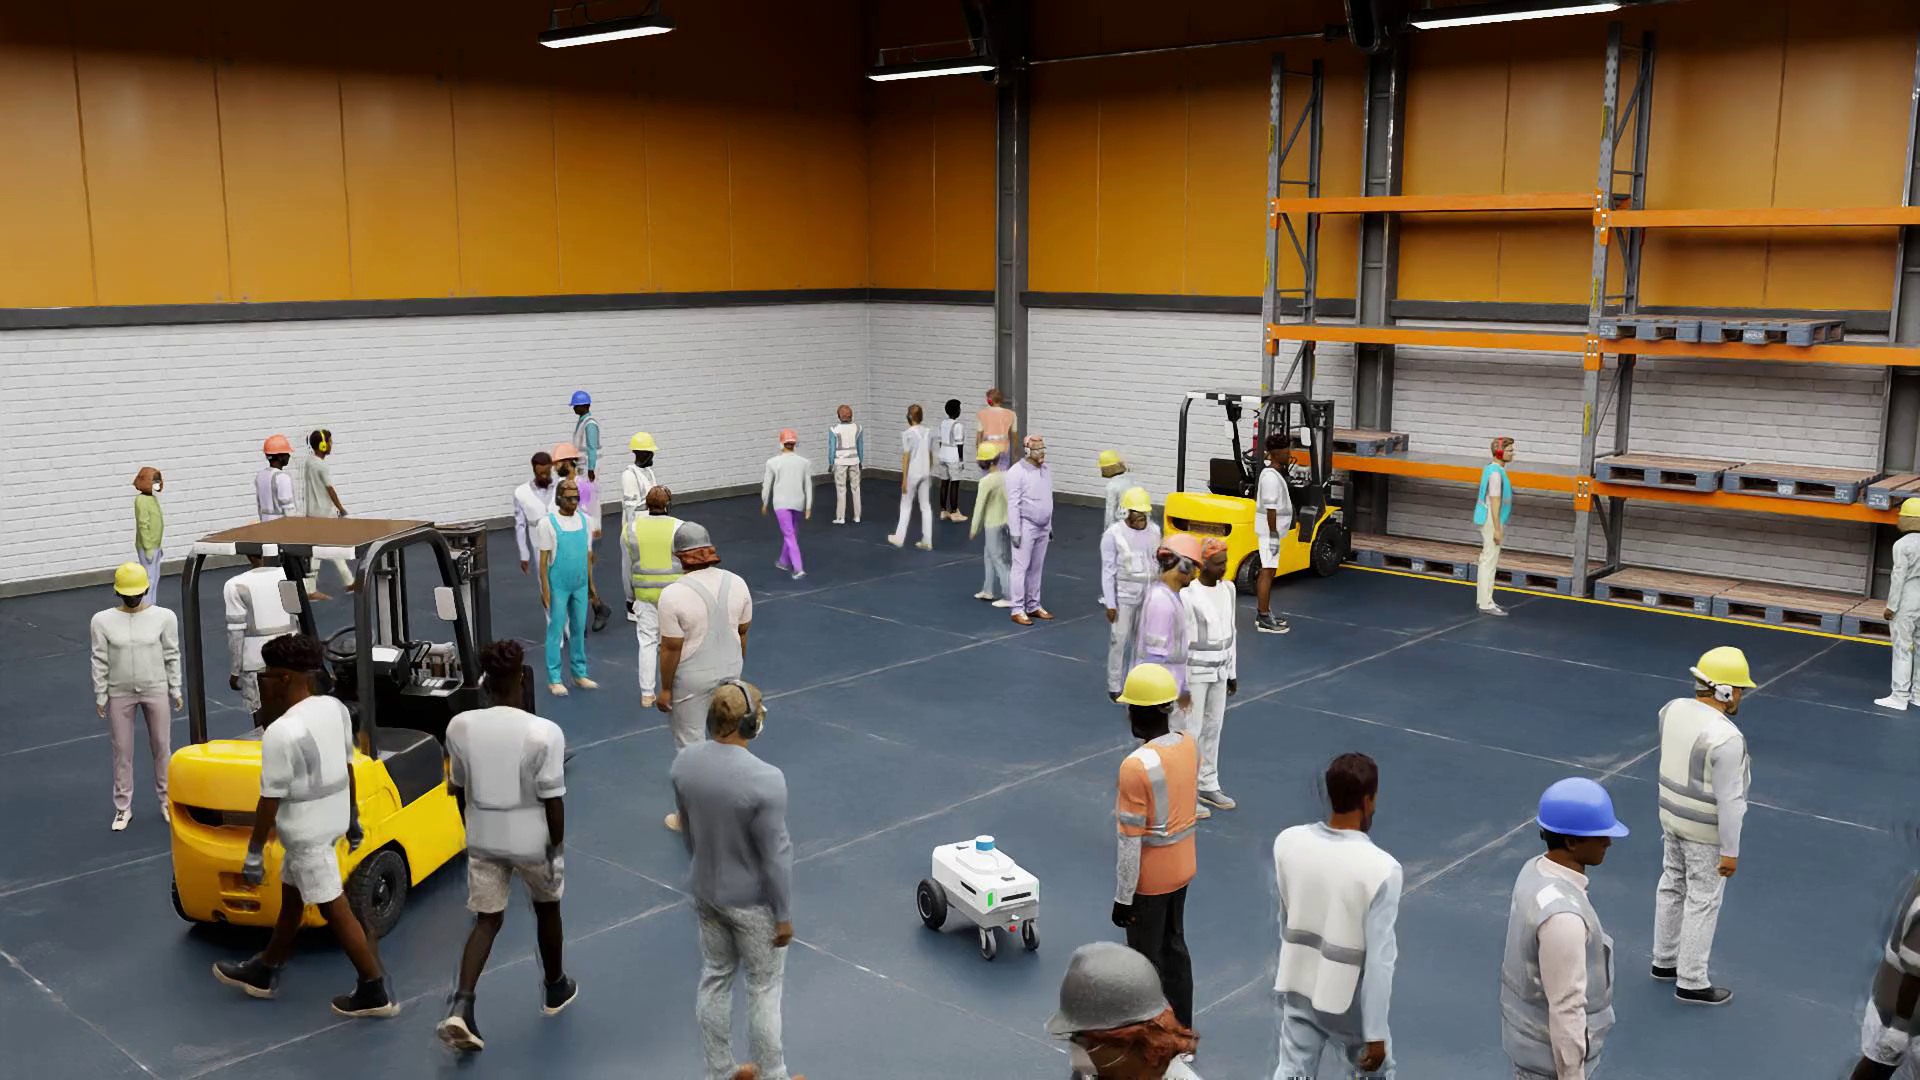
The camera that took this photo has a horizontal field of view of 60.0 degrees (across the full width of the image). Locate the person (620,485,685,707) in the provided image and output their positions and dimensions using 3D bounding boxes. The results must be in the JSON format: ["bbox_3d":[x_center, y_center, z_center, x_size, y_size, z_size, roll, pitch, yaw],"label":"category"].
[{"bbox_3d":[-2.450,0.463,13.683,0.632,1.841,0.429,0,10,1],"label":"person"}]

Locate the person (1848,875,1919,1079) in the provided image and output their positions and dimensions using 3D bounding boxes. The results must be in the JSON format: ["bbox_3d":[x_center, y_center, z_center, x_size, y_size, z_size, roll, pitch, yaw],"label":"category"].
[{"bbox_3d":[3.806,1.829,6.398,0.884,1.645,0.544,5,11,26],"label":"person"}]

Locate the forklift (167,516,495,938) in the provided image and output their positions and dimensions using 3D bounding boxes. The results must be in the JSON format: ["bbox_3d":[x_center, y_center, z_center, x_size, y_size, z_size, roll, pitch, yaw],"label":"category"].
[{"bbox_3d":[-3.583,0.976,9.748,1.214,2.155,2.313,2,10,11],"label":"forklift"}]

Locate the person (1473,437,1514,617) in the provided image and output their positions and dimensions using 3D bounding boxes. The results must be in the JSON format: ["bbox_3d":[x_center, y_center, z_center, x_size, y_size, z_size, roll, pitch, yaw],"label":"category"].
[{"bbox_3d":[5.492,-0.149,17.144,0.392,1.847,0.563,3,10,15],"label":"person"}]

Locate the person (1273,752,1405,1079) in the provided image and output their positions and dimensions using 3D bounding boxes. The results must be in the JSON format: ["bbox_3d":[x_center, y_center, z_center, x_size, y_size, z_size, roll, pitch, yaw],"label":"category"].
[{"bbox_3d":[1.480,1.726,6.436,1.042,1.858,0.601,-8,13,-39],"label":"person"}]

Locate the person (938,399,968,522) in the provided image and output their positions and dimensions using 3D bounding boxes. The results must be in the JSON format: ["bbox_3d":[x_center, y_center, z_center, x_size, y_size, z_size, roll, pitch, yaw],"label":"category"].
[{"bbox_3d":[-0.114,-1.102,22.992,0.322,1.696,0.536,-7,12,-33],"label":"person"}]

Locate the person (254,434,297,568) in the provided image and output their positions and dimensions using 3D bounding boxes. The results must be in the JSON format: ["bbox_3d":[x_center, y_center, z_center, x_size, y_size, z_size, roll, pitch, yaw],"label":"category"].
[{"bbox_3d":[-6.715,-0.078,16.475,0.543,1.940,0.361,8,12,37],"label":"person"}]

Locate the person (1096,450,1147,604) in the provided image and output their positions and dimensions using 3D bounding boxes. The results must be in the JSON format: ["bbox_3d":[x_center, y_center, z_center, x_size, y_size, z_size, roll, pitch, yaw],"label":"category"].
[{"bbox_3d":[1.679,-0.093,17.278,0.787,1.675,0.512,6,12,32],"label":"person"}]

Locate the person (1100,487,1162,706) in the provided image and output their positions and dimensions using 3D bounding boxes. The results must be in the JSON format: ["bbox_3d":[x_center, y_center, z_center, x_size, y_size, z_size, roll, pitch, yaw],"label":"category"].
[{"bbox_3d":[1.434,0.459,13.754,0.595,1.827,0.403,-6,12,-32],"label":"person"}]

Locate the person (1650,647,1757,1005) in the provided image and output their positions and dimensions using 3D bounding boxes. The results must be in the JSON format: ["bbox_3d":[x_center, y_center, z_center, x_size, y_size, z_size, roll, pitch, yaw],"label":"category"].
[{"bbox_3d":[3.710,1.420,8.307,0.403,1.817,0.601,-2,10,-9],"label":"person"}]

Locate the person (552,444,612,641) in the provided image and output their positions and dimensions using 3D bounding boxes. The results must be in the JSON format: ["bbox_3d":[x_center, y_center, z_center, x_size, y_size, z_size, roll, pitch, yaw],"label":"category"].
[{"bbox_3d":[-3.678,0.024,16.036,0.552,1.897,0.606,-7,12,-34],"label":"person"}]

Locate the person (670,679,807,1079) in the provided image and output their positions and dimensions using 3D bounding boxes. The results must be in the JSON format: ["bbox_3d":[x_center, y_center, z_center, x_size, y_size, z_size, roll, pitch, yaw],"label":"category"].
[{"bbox_3d":[-0.960,1.545,7.254,0.637,1.939,0.408,7,12,35],"label":"person"}]

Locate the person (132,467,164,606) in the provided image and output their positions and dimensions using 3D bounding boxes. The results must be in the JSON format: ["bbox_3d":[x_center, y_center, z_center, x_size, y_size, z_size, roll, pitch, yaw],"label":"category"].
[{"bbox_3d":[-7.963,0.090,16.392,0.284,1.633,0.498,-2,10,-13],"label":"person"}]

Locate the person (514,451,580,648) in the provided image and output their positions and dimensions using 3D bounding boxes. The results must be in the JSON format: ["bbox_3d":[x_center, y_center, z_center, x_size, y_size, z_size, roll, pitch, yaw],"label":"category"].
[{"bbox_3d":[-3.857,0.085,15.674,0.627,1.889,0.451,-3,10,-15],"label":"person"}]

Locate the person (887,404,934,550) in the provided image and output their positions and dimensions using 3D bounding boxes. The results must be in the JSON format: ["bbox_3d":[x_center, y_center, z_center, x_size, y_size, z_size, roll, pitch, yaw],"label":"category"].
[{"bbox_3d":[-0.586,-0.789,20.877,0.545,1.835,0.622,-8,13,-38],"label":"person"}]

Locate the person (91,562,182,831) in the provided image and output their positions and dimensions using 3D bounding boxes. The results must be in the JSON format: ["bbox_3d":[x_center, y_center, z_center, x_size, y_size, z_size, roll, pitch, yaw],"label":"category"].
[{"bbox_3d":[-5.343,1.006,10.822,0.523,1.761,0.330,-5,11,-25],"label":"person"}]

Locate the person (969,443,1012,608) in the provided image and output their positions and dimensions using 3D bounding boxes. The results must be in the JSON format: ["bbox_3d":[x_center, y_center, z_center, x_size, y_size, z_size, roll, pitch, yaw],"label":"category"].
[{"bbox_3d":[0.287,-0.159,17.479,0.716,1.736,0.545,6,12,32],"label":"person"}]

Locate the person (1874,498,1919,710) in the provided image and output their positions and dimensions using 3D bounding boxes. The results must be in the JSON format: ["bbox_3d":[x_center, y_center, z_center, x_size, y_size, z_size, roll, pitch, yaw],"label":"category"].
[{"bbox_3d":[7.783,0.518,13.649,0.492,1.740,0.325,-4,11,-21],"label":"person"}]

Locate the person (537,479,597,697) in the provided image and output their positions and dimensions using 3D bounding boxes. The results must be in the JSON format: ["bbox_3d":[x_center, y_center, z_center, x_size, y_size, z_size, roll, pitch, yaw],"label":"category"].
[{"bbox_3d":[-3.319,0.390,14.083,0.328,1.842,0.516,9,14,42],"label":"person"}]

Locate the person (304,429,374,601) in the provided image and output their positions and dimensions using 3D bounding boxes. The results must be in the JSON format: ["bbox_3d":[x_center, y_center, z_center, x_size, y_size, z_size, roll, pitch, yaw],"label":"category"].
[{"bbox_3d":[-6.721,-0.268,17.869,0.828,1.837,0.521,-7,12,-34],"label":"person"}]

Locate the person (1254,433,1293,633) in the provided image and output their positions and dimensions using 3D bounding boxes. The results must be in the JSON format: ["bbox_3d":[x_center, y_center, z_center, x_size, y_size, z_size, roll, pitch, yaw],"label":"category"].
[{"bbox_3d":[3.088,-0.079,16.403,0.368,1.967,0.600,2,10,9],"label":"person"}]

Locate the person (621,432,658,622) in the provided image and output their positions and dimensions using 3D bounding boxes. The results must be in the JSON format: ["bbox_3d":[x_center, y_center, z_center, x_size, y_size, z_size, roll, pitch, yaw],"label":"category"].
[{"bbox_3d":[-3.212,-0.135,16.837,0.388,1.927,0.589,2,10,10],"label":"person"}]

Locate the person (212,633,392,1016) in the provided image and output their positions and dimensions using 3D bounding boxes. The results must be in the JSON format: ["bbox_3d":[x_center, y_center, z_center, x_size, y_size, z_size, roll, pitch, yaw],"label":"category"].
[{"bbox_3d":[-3.262,1.398,8.131,0.988,1.909,0.630,1,10,6],"label":"person"}]

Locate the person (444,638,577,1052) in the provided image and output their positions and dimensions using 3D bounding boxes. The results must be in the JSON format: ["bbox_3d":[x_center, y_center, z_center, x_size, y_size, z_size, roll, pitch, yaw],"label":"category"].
[{"bbox_3d":[-2.166,1.439,7.905,0.602,1.928,0.866,1,10,8],"label":"person"}]

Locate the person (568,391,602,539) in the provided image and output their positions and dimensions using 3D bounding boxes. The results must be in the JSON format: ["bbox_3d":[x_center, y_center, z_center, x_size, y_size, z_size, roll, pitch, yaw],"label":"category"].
[{"bbox_3d":[-4.848,-0.973,21.589,0.414,1.939,0.608,-4,11,-23],"label":"person"}]

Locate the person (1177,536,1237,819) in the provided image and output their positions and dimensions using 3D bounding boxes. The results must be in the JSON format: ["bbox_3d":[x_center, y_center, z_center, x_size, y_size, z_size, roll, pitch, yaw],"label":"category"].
[{"bbox_3d":[1.637,0.903,11.077,0.568,1.879,0.352,-8,13,-40],"label":"person"}]

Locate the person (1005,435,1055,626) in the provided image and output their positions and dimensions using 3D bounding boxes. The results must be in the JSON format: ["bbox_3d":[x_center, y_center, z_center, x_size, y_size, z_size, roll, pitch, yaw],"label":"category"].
[{"bbox_3d":[0.738,-0.110,16.755,0.405,1.909,0.636,8,13,39],"label":"person"}]

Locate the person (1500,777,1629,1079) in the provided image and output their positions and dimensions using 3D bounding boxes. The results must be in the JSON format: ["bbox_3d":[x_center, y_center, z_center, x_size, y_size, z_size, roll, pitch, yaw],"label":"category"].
[{"bbox_3d":[2.105,1.794,5.884,0.385,1.917,0.605,2,10,9],"label":"person"}]

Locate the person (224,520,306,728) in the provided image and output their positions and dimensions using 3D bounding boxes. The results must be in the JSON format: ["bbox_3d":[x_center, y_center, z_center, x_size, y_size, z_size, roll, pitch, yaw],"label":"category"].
[{"bbox_3d":[-4.737,0.821,11.393,0.542,1.928,0.374,-8,13,-39],"label":"person"}]

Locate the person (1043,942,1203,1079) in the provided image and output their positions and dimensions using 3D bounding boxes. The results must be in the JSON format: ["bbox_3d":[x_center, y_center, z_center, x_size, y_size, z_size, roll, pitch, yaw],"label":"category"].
[{"bbox_3d":[0.440,2.004,4.337,0.535,2.000,0.759,-4,11,-24],"label":"person"}]

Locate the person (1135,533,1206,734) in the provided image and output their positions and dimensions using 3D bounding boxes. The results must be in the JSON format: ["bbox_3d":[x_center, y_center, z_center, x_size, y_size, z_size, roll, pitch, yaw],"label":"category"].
[{"bbox_3d":[1.290,0.953,10.455,0.488,1.988,0.654,1,10,7],"label":"person"}]

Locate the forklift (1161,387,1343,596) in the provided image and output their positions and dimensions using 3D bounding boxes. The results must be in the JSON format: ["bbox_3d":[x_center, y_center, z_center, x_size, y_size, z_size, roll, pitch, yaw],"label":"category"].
[{"bbox_3d":[3.298,-0.608,18.767,1.214,2.155,2.313,9,13,42],"label":"forklift"}]

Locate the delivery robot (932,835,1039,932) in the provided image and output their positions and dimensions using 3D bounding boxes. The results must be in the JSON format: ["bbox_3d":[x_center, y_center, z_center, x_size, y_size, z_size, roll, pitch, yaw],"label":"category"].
[{"bbox_3d":[0.136,1.863,9.100,0.477,0.478,0.707,-5,11,-27],"label":"delivery robot"}]

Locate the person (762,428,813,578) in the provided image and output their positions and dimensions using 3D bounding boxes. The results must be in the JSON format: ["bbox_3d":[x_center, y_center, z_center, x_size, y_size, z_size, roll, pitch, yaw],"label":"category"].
[{"bbox_3d":[-1.973,-0.431,19.188,0.553,1.705,0.936,-6,12,-32],"label":"person"}]

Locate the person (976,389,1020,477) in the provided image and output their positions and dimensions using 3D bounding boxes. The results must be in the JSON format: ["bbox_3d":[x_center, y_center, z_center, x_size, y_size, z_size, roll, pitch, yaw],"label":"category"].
[{"bbox_3d":[0.537,-1.184,23.100,0.611,1.820,0.500,0,10,0],"label":"person"}]

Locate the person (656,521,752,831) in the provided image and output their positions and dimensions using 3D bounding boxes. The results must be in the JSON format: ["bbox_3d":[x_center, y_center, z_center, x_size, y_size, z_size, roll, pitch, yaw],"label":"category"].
[{"bbox_3d":[-1.712,0.870,10.793,0.674,2.000,0.535,-10,14,-44],"label":"person"}]

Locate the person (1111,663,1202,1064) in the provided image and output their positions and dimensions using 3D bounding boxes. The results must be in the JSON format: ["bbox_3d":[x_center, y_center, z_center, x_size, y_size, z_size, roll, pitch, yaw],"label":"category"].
[{"bbox_3d":[0.871,1.502,7.560,0.393,1.919,0.581,7,12,34],"label":"person"}]

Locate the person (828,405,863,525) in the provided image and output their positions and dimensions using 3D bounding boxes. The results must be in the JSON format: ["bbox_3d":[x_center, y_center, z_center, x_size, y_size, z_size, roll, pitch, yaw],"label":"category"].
[{"bbox_3d":[-1.558,-1.027,22.728,0.514,1.642,0.310,-5,11,-27],"label":"person"}]
